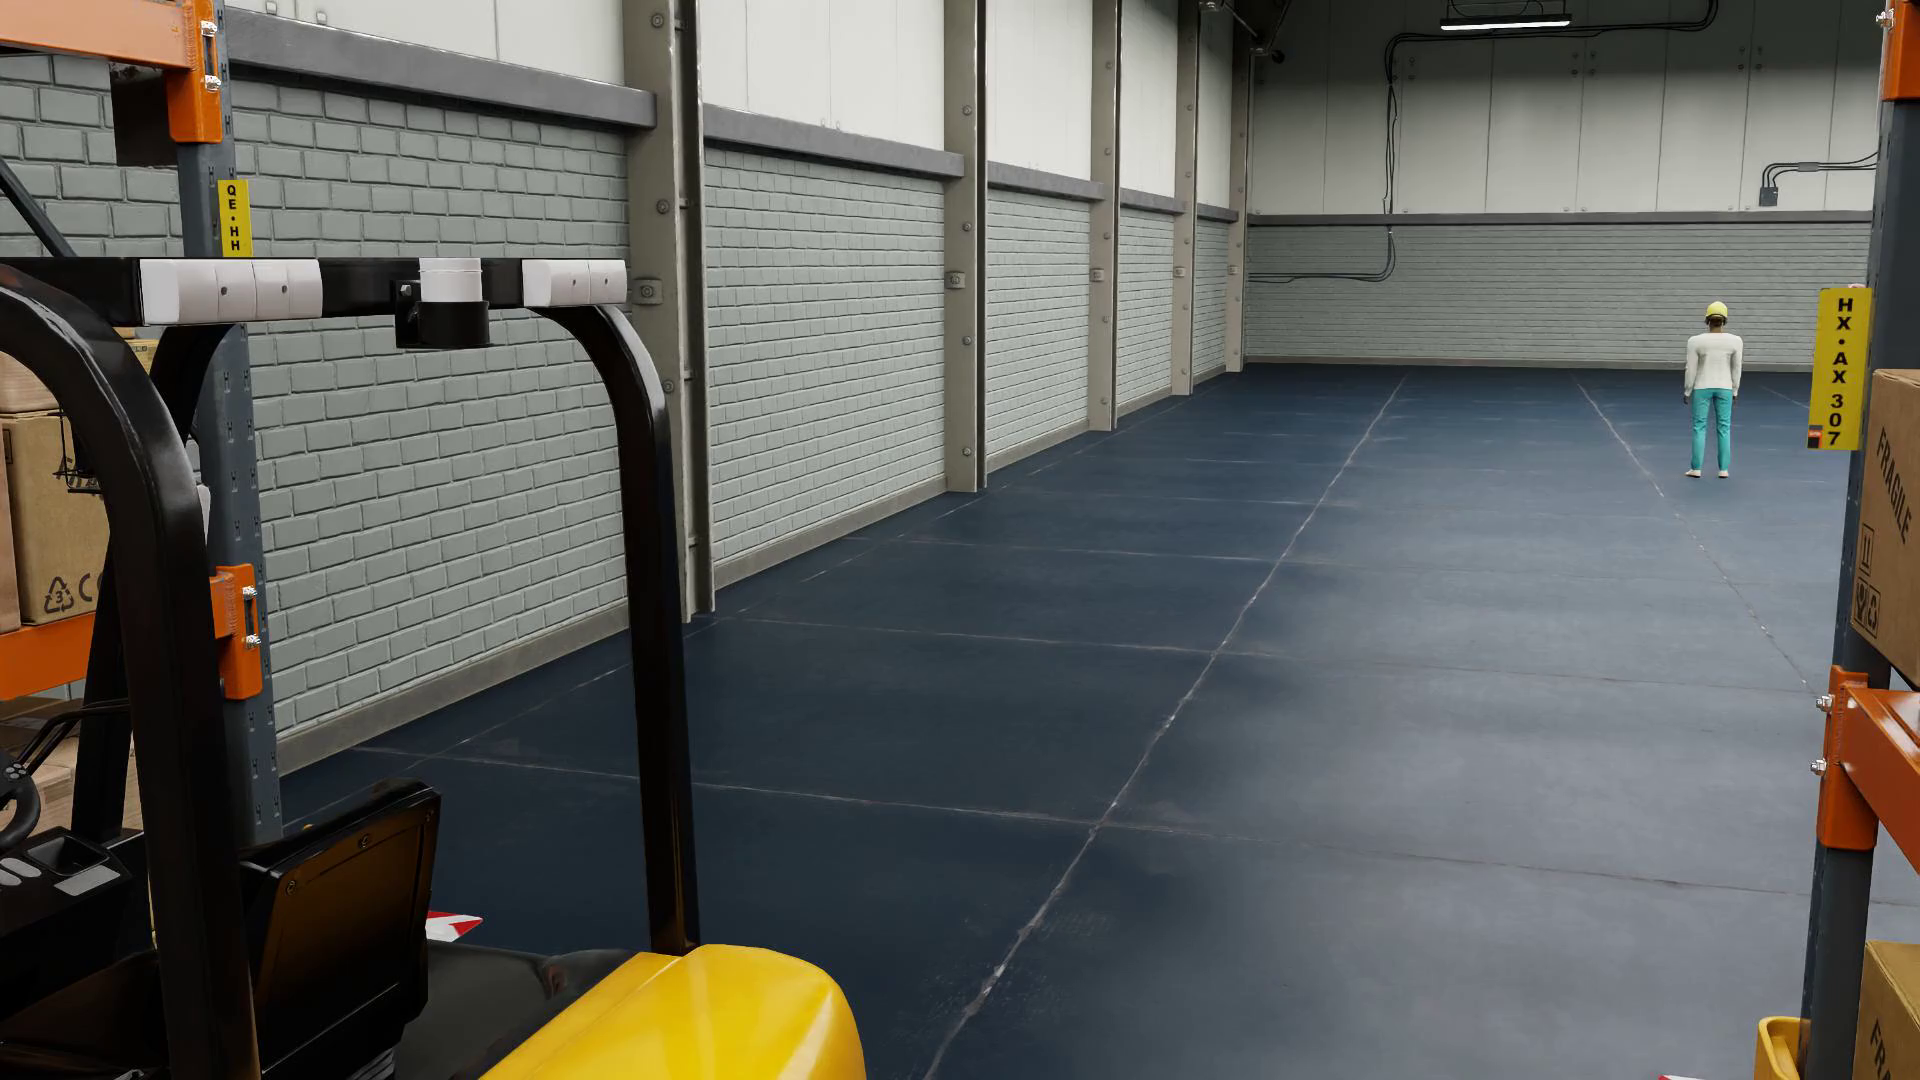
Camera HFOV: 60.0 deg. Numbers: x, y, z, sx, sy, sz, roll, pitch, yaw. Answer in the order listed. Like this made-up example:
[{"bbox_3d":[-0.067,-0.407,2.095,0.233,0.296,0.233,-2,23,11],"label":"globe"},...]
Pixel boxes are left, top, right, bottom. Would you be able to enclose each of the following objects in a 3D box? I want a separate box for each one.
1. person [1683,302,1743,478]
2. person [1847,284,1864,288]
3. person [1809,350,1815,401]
[{"bbox_3d":[7.530,-1.496,16.666,0.525,1.769,0.327,2,10,14],"label":"person"},{"bbox_3d":[10.569,-2.089,19.789,0.649,1.904,0.401,-5,11,-28],"label":"person"},{"bbox_3d":[13.382,-2.939,25.643,0.499,1.636,0.286,-3,10,-19],"label":"person"}]
